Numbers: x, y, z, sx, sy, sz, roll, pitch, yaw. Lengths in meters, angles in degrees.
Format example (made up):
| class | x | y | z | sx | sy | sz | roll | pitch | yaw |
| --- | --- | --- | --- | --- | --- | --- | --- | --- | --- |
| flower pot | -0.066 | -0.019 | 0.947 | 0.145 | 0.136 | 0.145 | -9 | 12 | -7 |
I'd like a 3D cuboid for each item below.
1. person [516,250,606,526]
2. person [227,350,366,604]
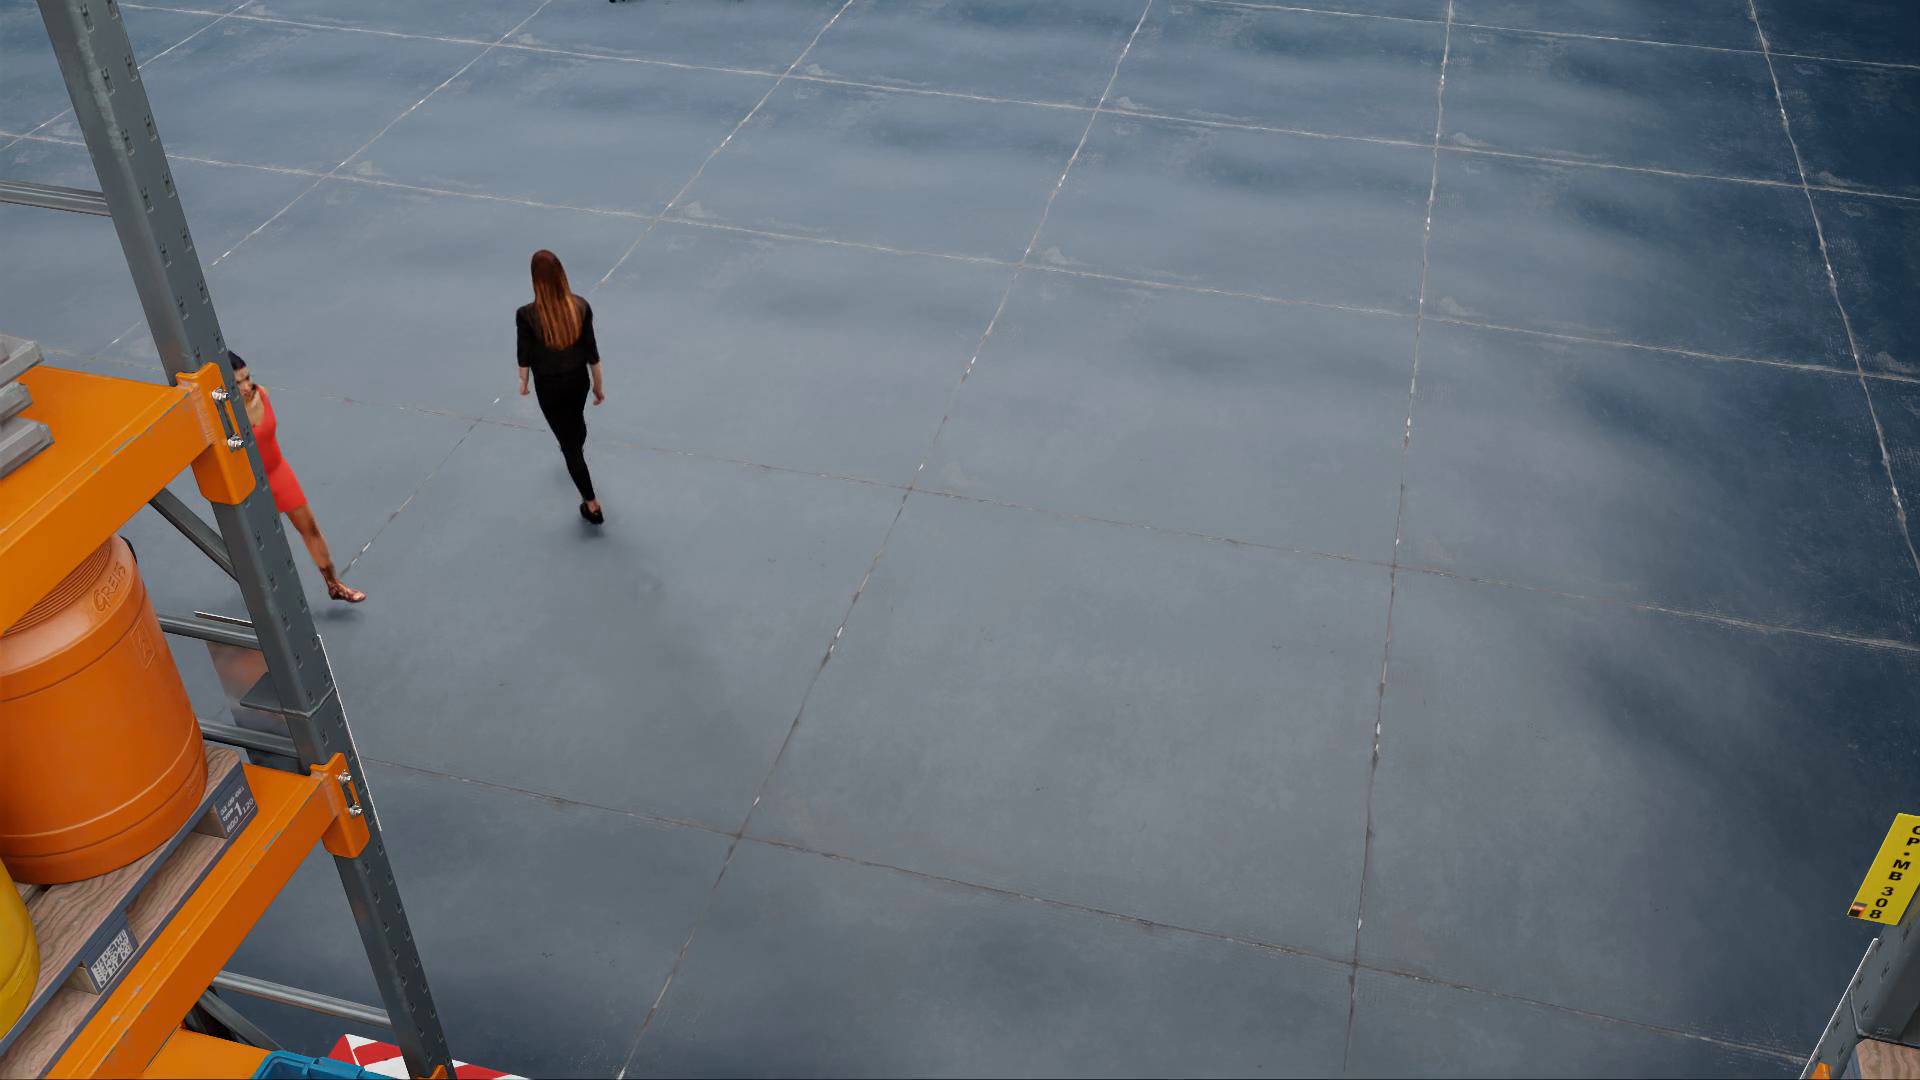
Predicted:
| class | x | y | z | sx | sy | sz | roll | pitch | yaw |
| --- | --- | --- | --- | --- | --- | --- | --- | --- | --- |
| person | -2.318 | -0.853 | 9.808 | 1.102 | 1.668 | 1.176 | -18 | 42 | -22 |
| person | -3.890 | -0.323 | 9.130 | 0.789 | 1.670 | 0.974 | 17 | 41 | 21 |
